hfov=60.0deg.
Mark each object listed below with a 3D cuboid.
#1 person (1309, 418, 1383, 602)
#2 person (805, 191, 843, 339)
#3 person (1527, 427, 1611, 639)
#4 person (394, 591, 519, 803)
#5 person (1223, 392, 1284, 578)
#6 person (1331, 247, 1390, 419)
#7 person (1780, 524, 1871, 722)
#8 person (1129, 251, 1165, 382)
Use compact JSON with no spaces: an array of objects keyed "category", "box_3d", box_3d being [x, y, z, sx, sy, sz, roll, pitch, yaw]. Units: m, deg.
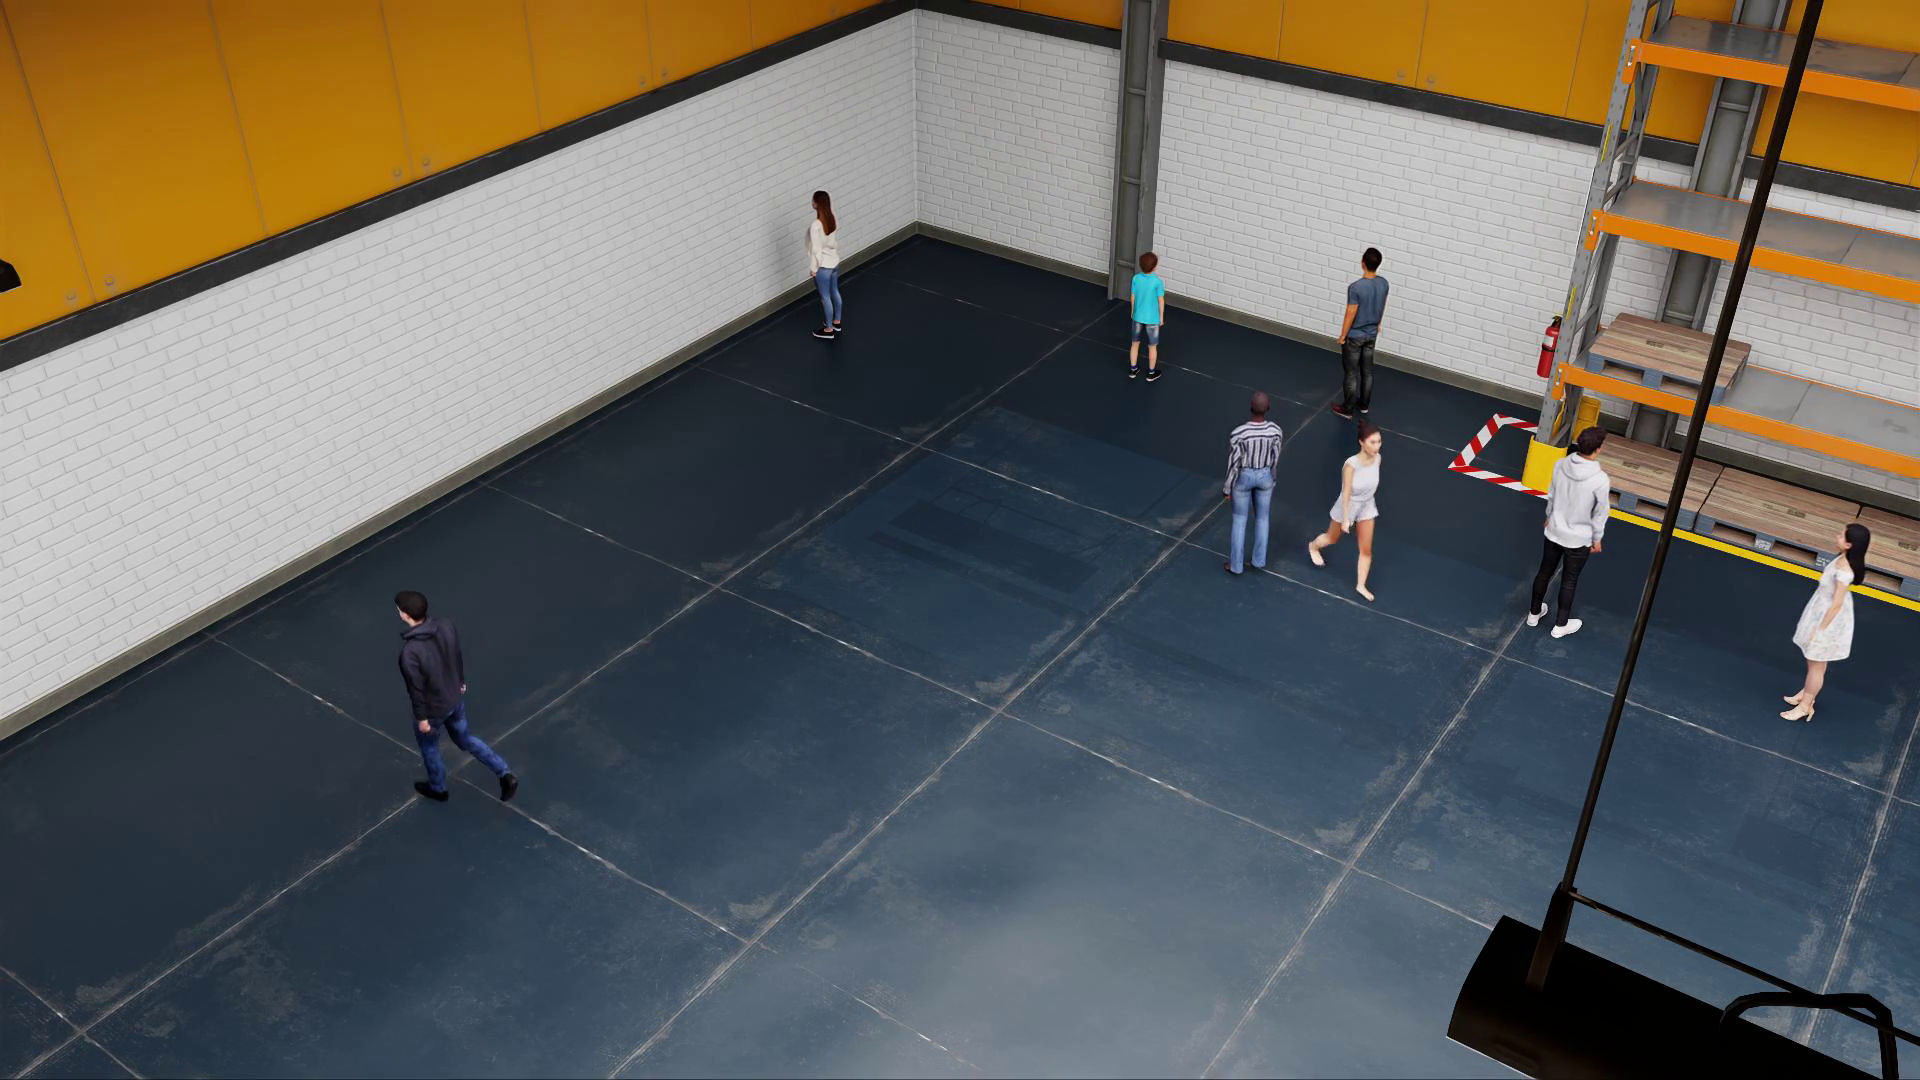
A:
[{"category":"person","box_3d":[3.336,-0.300,14.308,0.890,1.573,1.107,-15,36,-21]},{"category":"person","box_3d":[-1.486,-3.043,18.329,0.590,1.691,0.639,16,37,23]},{"category":"person","box_3d":[5.003,-0.075,13.647,0.785,1.931,0.611,-28,42,-35]},{"category":"person","box_3d":[-3.625,1.176,11.820,1.168,1.869,0.820,14,36,20]},{"category":"person","box_3d":[2.525,-0.473,14.368,0.696,1.795,0.753,-6,34,-9]},{"category":"person","box_3d":[4.053,-2.091,16.790,0.732,1.809,0.705,-16,37,-23]},{"category":"person","box_3d":[6.623,0.632,12.725,0.618,1.774,0.636,21,39,28]},{"category":"person","box_3d":[1.965,-2.375,17.542,0.456,1.449,0.601,16,37,23]}]
